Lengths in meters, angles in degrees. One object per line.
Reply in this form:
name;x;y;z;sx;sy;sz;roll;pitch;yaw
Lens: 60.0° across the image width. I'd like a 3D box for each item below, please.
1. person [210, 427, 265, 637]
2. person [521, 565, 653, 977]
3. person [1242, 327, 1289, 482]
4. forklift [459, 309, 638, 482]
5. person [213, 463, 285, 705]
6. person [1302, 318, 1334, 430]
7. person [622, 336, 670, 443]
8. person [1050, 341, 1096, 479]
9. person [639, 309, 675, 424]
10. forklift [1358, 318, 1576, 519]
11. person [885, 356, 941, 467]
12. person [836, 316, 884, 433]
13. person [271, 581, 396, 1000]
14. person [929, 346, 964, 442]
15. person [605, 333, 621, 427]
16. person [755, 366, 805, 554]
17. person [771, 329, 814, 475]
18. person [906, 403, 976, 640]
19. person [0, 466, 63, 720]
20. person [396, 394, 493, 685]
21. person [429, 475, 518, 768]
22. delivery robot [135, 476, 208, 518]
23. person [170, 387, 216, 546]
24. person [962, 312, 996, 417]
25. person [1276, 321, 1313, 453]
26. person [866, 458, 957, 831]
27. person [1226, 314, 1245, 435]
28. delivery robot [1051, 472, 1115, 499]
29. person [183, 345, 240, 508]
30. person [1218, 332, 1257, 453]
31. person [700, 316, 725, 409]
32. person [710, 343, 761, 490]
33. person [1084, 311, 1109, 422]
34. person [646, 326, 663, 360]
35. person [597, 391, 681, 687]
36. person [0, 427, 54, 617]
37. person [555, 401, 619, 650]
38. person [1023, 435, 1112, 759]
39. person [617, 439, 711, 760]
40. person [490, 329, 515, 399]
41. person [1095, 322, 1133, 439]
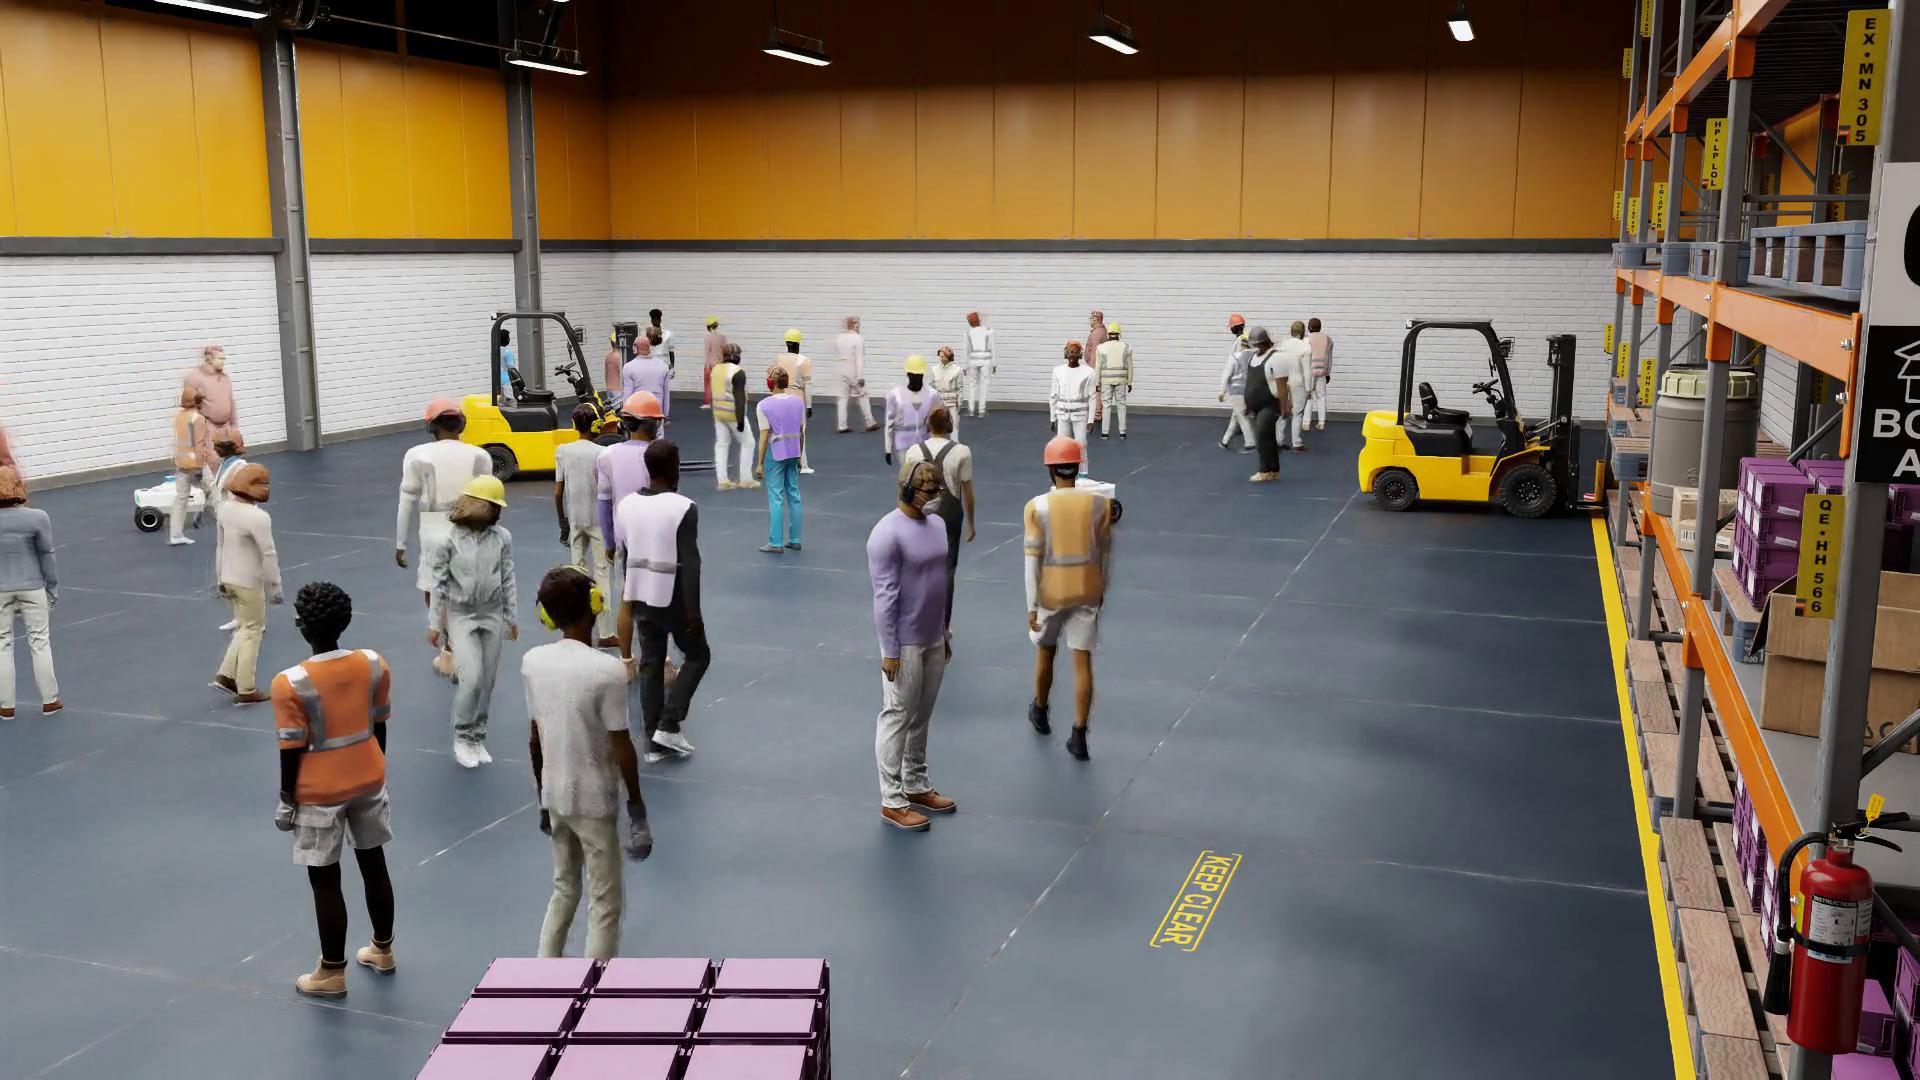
person;-5.622;-0.069;12.943;0.312;1.638;0.512;-8;13;-38
person;-1.422;1.020;6.233;0.593;1.846;0.358;8;13;36
person;3.865;-1.759;21.323;0.697;2.000;0.708;-4;11;-20
forklift;-5.354;-1.902;21.697;2.313;2.155;1.214;-2;10;-13
person;-4.682;0.296;10.963;0.520;1.613;0.339;8;13;38
person;5.805;-2.726;27.332;0.629;1.842;0.429;-3;10;-14
person;-3.921;-1.576;20.681;0.651;1.904;0.402;-8;13;-39
person;1.357;-1.466;20.138;0.585;1.884;0.383;4;11;23
person;-5.140;-2.941;28.209;0.602;1.959;0.388;-1;10;-5
forklift;5.787;-1.437;19.079;2.313;2.155;1.214;3;11;19
person;-0.458;-0.996;17.505;0.607;1.866;0.999;-4;11;-20
person;-1.638;-2.676;26.941;0.878;1.872;0.673;-10;14;-43
person;-2.528;1.004;6.733;0.319;1.696;0.534;6;12;32
person;-0.195;-1.864;23.051;0.514;1.639;0.310;4;11;22
person;-5.037;-2.193;24.564;0.331;1.761;0.532;-8;13;-39
person;-1.763;-0.784;16.392;0.390;1.843;0.564;10;14;43
person;-2.213;-1.826;22.019;0.589;1.928;0.385;4;11;23
person;-0.146;-0.135;12.796;0.515;1.824;0.491;3;10;15
person;-6.056;0.338;10.662;0.497;1.633;0.285;-5;11;-26
person;-3.501;0.013;11.470;0.682;2.002;0.813;-7;12;-34
person;-2.788;0.478;9.648;0.523;1.703;0.488;-9;13;-41
delivery robot;-8.454;-0.444;17.841;0.707;0.478;0.477;-5;11;-26
person;-7.709;-0.760;16.933;0.513;1.595;0.838;7;12;35
person;0.331;-3.070;29.279;0.613;1.858;0.347;1;10;5
person;4.904;-2.247;24.403;0.378;1.930;0.627;-8;13;-37
person;-0.237;0.532;8.725;0.373;1.936;0.629;5;11;28
person;4.445;-2.642;26.624;0.388;1.925;0.548;1;10;3
delivery robot;1.340;-0.492;18.111;0.707;0.478;0.477;-7;12;-35
person;-8.560;-1.295;19.150;0.557;1.884;0.660;4;11;20
person;4.120;-2.165;24.386;0.603;1.770;0.826;-7;12;-35
person;-4.478;-3.253;30.603;0.819;1.740;0.527;10;14;43
person;-2.768;-1.530;20.645;0.679;1.819;0.653;-10;14;-43
person;2.330;-2.973;28.541;0.409;1.907;0.651;4;11;20
person;-4.683;-2.302;25.032;0.467;1.814;0.643;-1;10;-8
person;-2.168;-0.003;11.434;0.615;2.039;0.382;3;11;17
person;-7.757;-0.275;13.282;0.843;1.943;0.381;-9;13;-41
person;-2.779;-0.104;12.490;0.532;1.868;0.310;3;11;17
person;0.636;0.310;10.095;0.555;1.890;0.942;-1;10;-5
person;-1.734;0.360;9.767;0.628;1.903;0.459;6;12;31
person;-7.256;-2.509;26.519;0.535;1.697;0.318;8;13;37
person;2.398;-2.480;25.982;0.600;1.827;0.404;0;10;-3
